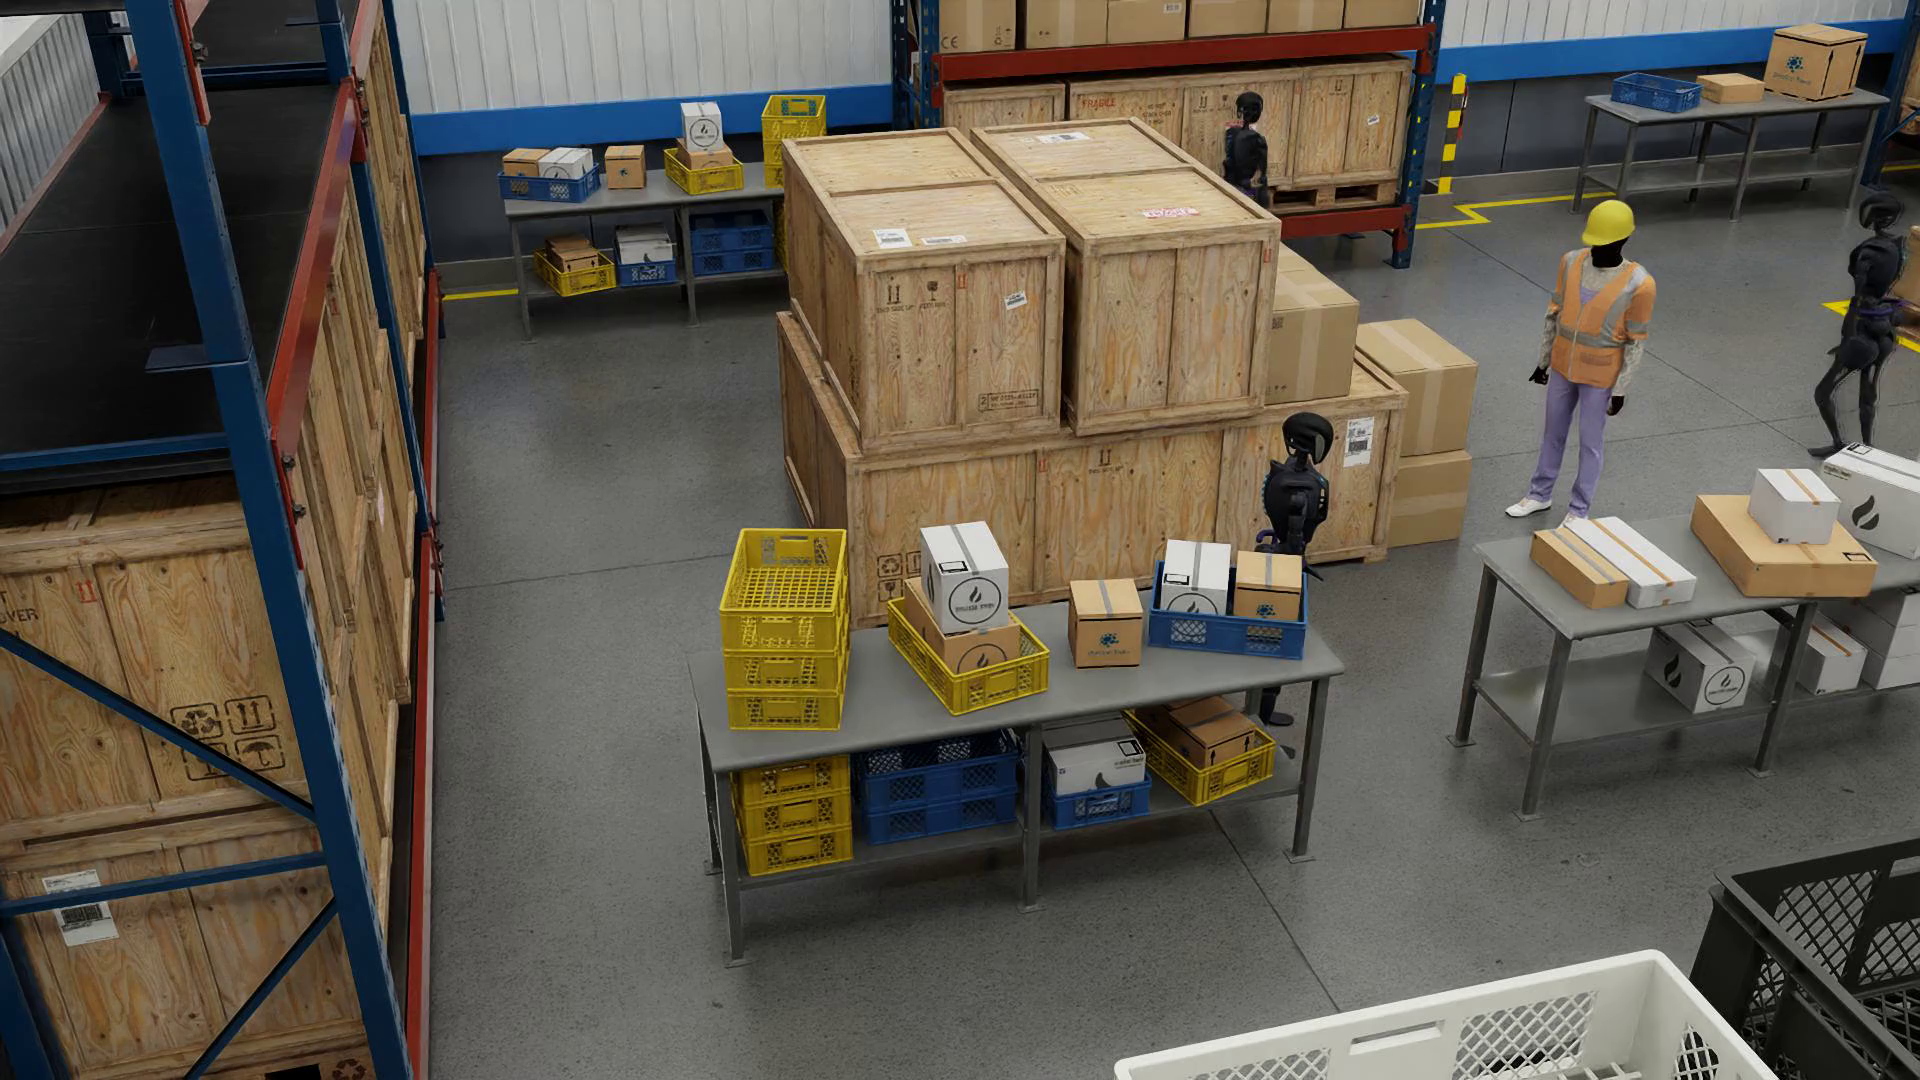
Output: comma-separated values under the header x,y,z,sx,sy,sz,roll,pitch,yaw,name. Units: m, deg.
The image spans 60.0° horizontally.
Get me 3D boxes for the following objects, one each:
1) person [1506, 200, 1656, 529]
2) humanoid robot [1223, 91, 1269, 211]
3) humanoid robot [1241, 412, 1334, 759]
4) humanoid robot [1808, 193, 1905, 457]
x,y,z,sx,sy,sz,roll,pitch,yaw,name
3.409,-0.932,9.096,0.377,1.922,0.584,-20,35,-32,person
2.046,-2.398,12.004,0.379,1.655,0.611,-13,31,-22,humanoid robot
1.448,0.190,7.311,0.328,1.652,0.564,5,29,9,humanoid robot
5.448,-1.248,9.941,0.598,1.625,0.489,-24,37,-36,humanoid robot
